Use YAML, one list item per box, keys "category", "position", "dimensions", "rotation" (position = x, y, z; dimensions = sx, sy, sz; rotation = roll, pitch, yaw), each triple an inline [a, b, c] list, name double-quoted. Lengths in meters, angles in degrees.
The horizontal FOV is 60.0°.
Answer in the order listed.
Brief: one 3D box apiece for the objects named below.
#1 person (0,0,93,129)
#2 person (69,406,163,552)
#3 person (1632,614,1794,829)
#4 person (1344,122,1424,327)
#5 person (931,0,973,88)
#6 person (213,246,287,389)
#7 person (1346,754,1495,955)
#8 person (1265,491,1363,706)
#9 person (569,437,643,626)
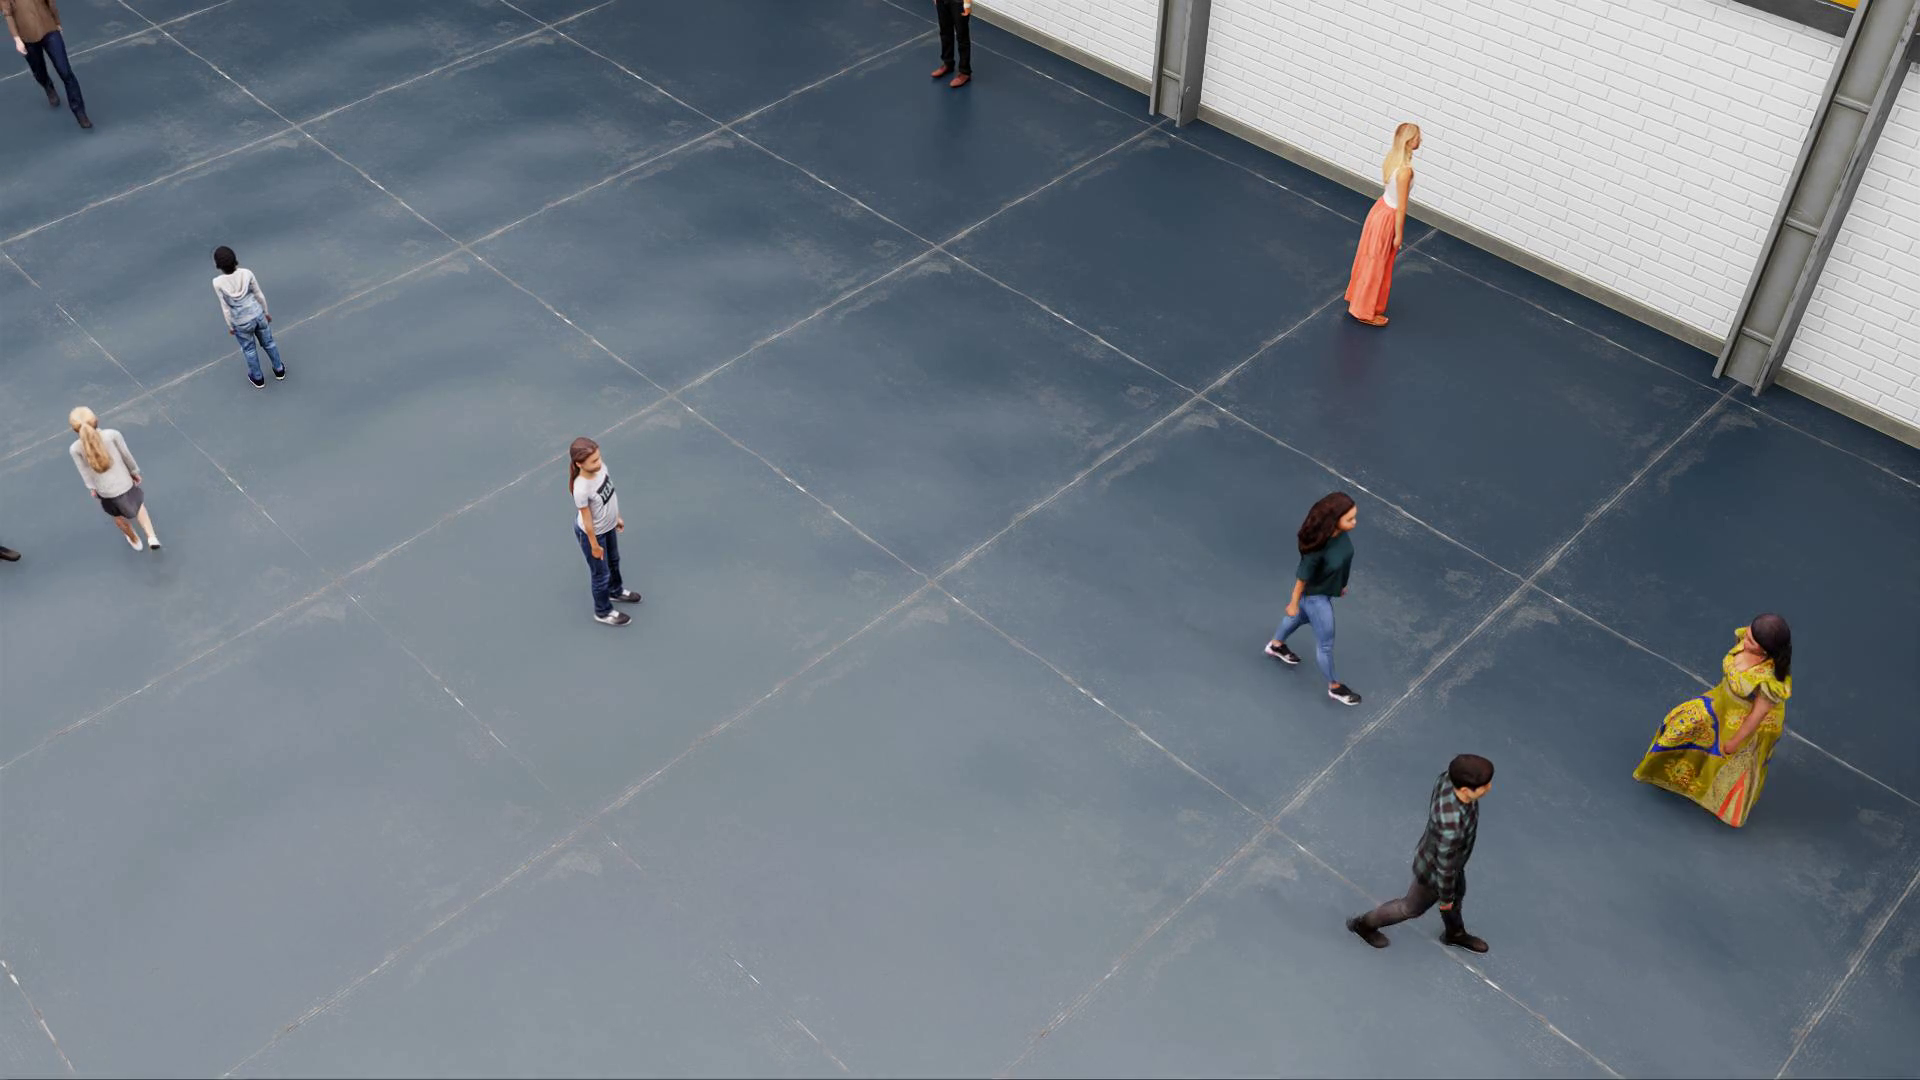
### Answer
- category: "person"
  position: [-8.872, -4.893, 15.935]
  dimensions: [0.797, 1.858, 1.181]
  rotation: [-26, 49, -25]
- category: "person"
  position: [-5.910, -0.379, 11.628]
  dimensions: [0.563, 1.264, 0.689]
  rotation: [-27, 50, -25]
- category: "person"
  position: [4.713, 1.022, 9.887]
  dimensions: [1.120, 1.636, 1.088]
  rotation: [-8, 44, -9]
- category: "person"
  position: [3.479, -2.589, 13.558]
  dimensions: [0.781, 1.802, 0.728]
  rotation: [2, 44, 2]
- category: "person"
  position: [-0.058, -5.419, 16.562]
  dimensions: [0.516, 1.754, 0.700]
  rotation: [34, 53, 30]
- category: "person"
  position: [-5.620, -1.766, 13.086]
  dimensions: [0.511, 1.261, 0.523]
  rotation: [-27, 50, -25]
- category: "person"
  position: [2.583, 1.745, 9.171]
  dimensions: [1.151, 1.686, 0.961]
  rotation: [16, 46, 16]
- category: "person"
  position: [2.245, 0.293, 10.695]
  dimensions: [1.013, 1.578, 0.660]
  rotation: [29, 51, 27]
- category: "person"
  position: [-2.415, -0.086, 11.104]
  dimensions: [0.654, 1.562, 0.616]
  rotation: [10, 45, 11]
